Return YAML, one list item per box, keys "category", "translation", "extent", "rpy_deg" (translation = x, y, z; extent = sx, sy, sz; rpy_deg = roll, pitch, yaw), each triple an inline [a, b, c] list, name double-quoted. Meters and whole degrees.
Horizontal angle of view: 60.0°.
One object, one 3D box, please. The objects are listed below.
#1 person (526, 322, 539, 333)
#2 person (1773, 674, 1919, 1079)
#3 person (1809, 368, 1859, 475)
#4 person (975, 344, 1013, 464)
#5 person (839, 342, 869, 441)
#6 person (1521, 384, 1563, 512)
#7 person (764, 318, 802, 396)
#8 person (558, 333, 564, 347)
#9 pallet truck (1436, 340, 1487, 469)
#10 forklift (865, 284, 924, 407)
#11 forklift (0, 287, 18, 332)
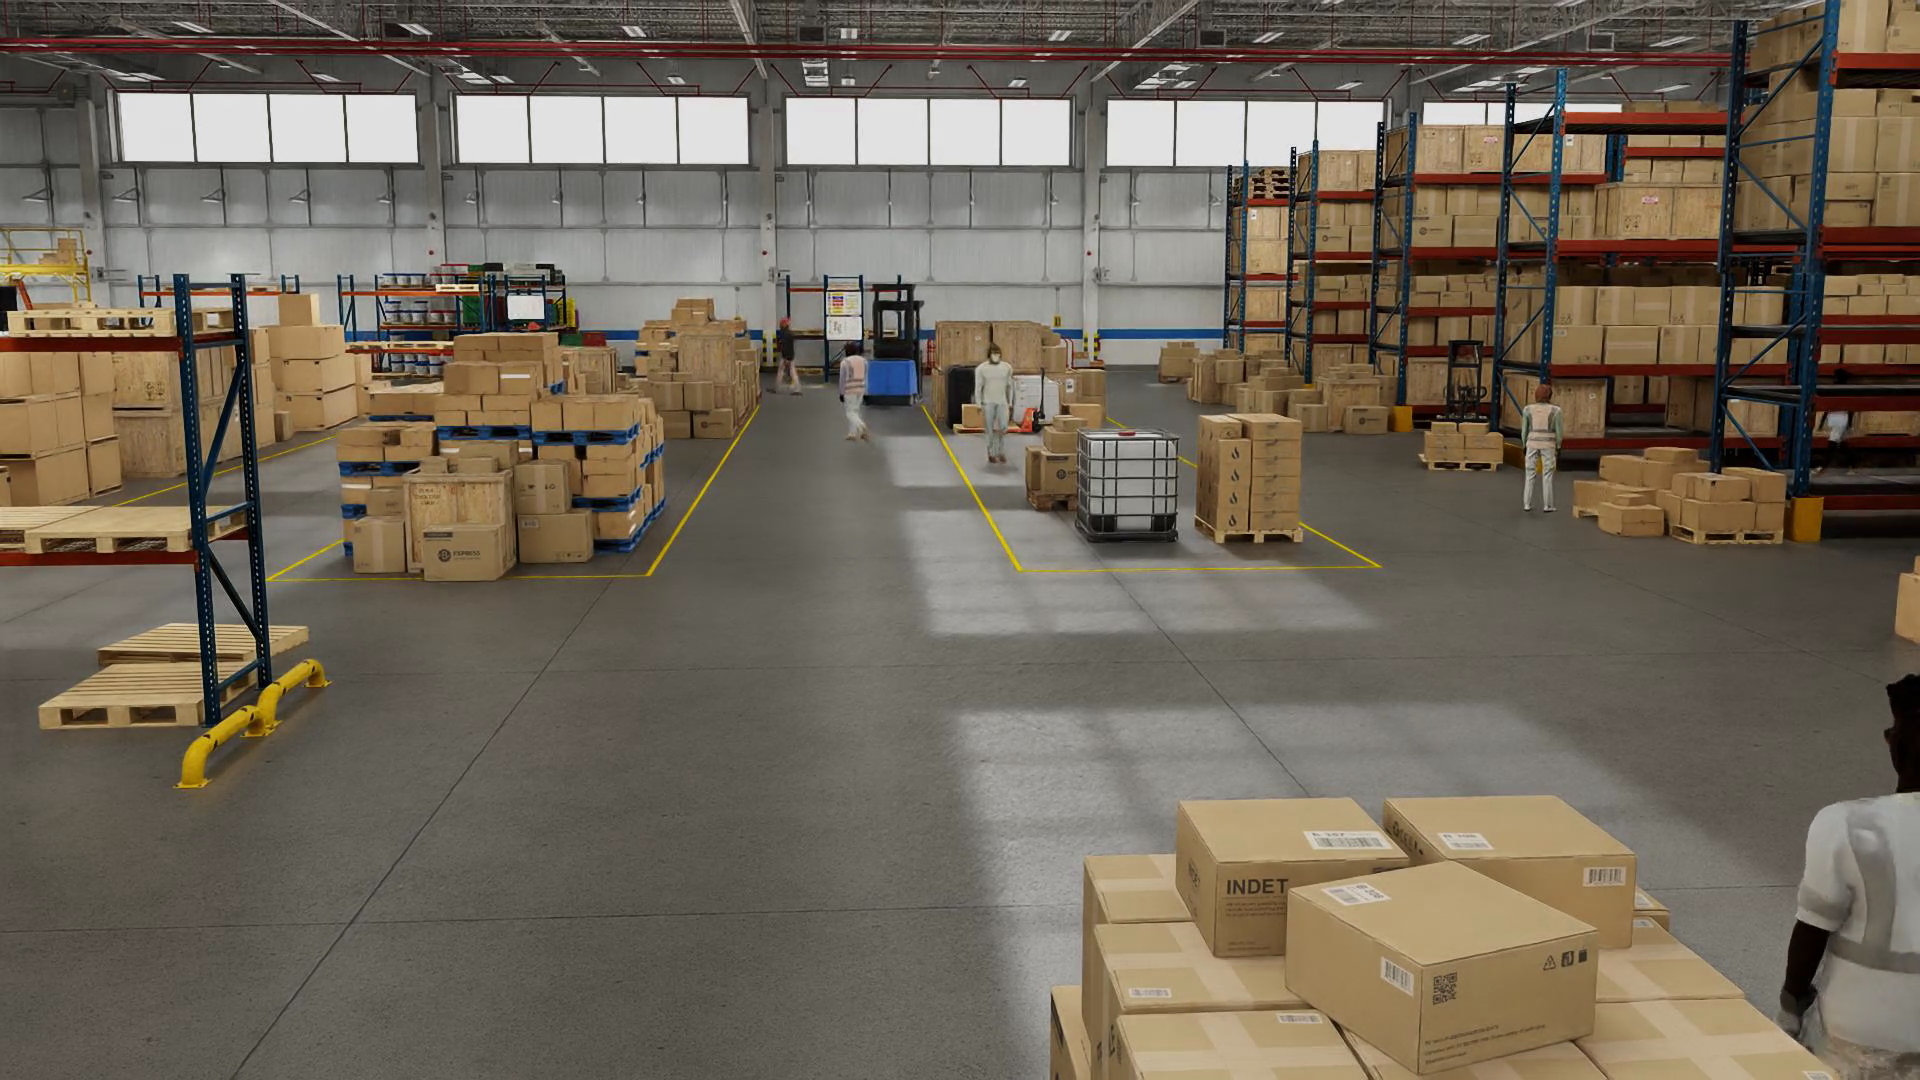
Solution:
- category: "person"
  translation: [-9.920, -4.118, 38.846]
  extent: [0.552, 1.932, 0.377]
  rpy_deg: [5, 10, 30]
- category: "person"
  translation: [2.634, 1.332, 4.616]
  extent: [0.614, 1.942, 0.808]
  rpy_deg: [0, 9, -2]
- category: "person"
  translation: [13.036, -1.721, 24.694]
  extent: [0.891, 1.649, 0.540]
  rpy_deg: [0, 9, 0]
- category: "person"
  translation: [0.571, -2.158, 26.594]
  extent: [0.661, 1.912, 0.784]
  rpy_deg: [-2, 9, -13]
- category: "person"
  translation: [-1.900, -2.685, 30.199]
  extent: [0.639, 1.817, 0.653]
  rpy_deg: [-9, 12, -43]
- category: "person"
  translation: [7.428, -1.170, 21.247]
  extent: [0.517, 1.645, 0.307]
  rpy_deg: [6, 11, 34]
- category: "person"
  translation: [-4.422, -4.590, 41.783]
  extent: [1.019, 1.937, 0.647]
  rpy_deg: [3, 10, 20]
- category: "person"
  translation: [-9.299, -4.039, 39.158]
  extent: [0.661, 1.667, 0.575]
  rpy_deg: [-1, 9, -4]
- category: "pallet truck"
  translation: [8.004, -2.170, 26.422]
  extent: [0.823, 1.965, 1.885]
  rpy_deg: [2, 9, 14]
- category: "forklift"
  translation: [-1.527, -4.510, 38.350]
  extent: [1.129, 2.768, 1.873]
  rpy_deg: [1, 9, 7]
- category: "forklift"
  translation: [-16.256, -2.887, 28.158]
  extent: [1.873, 2.768, 1.129]
  rpy_deg: [-1, 9, -4]
